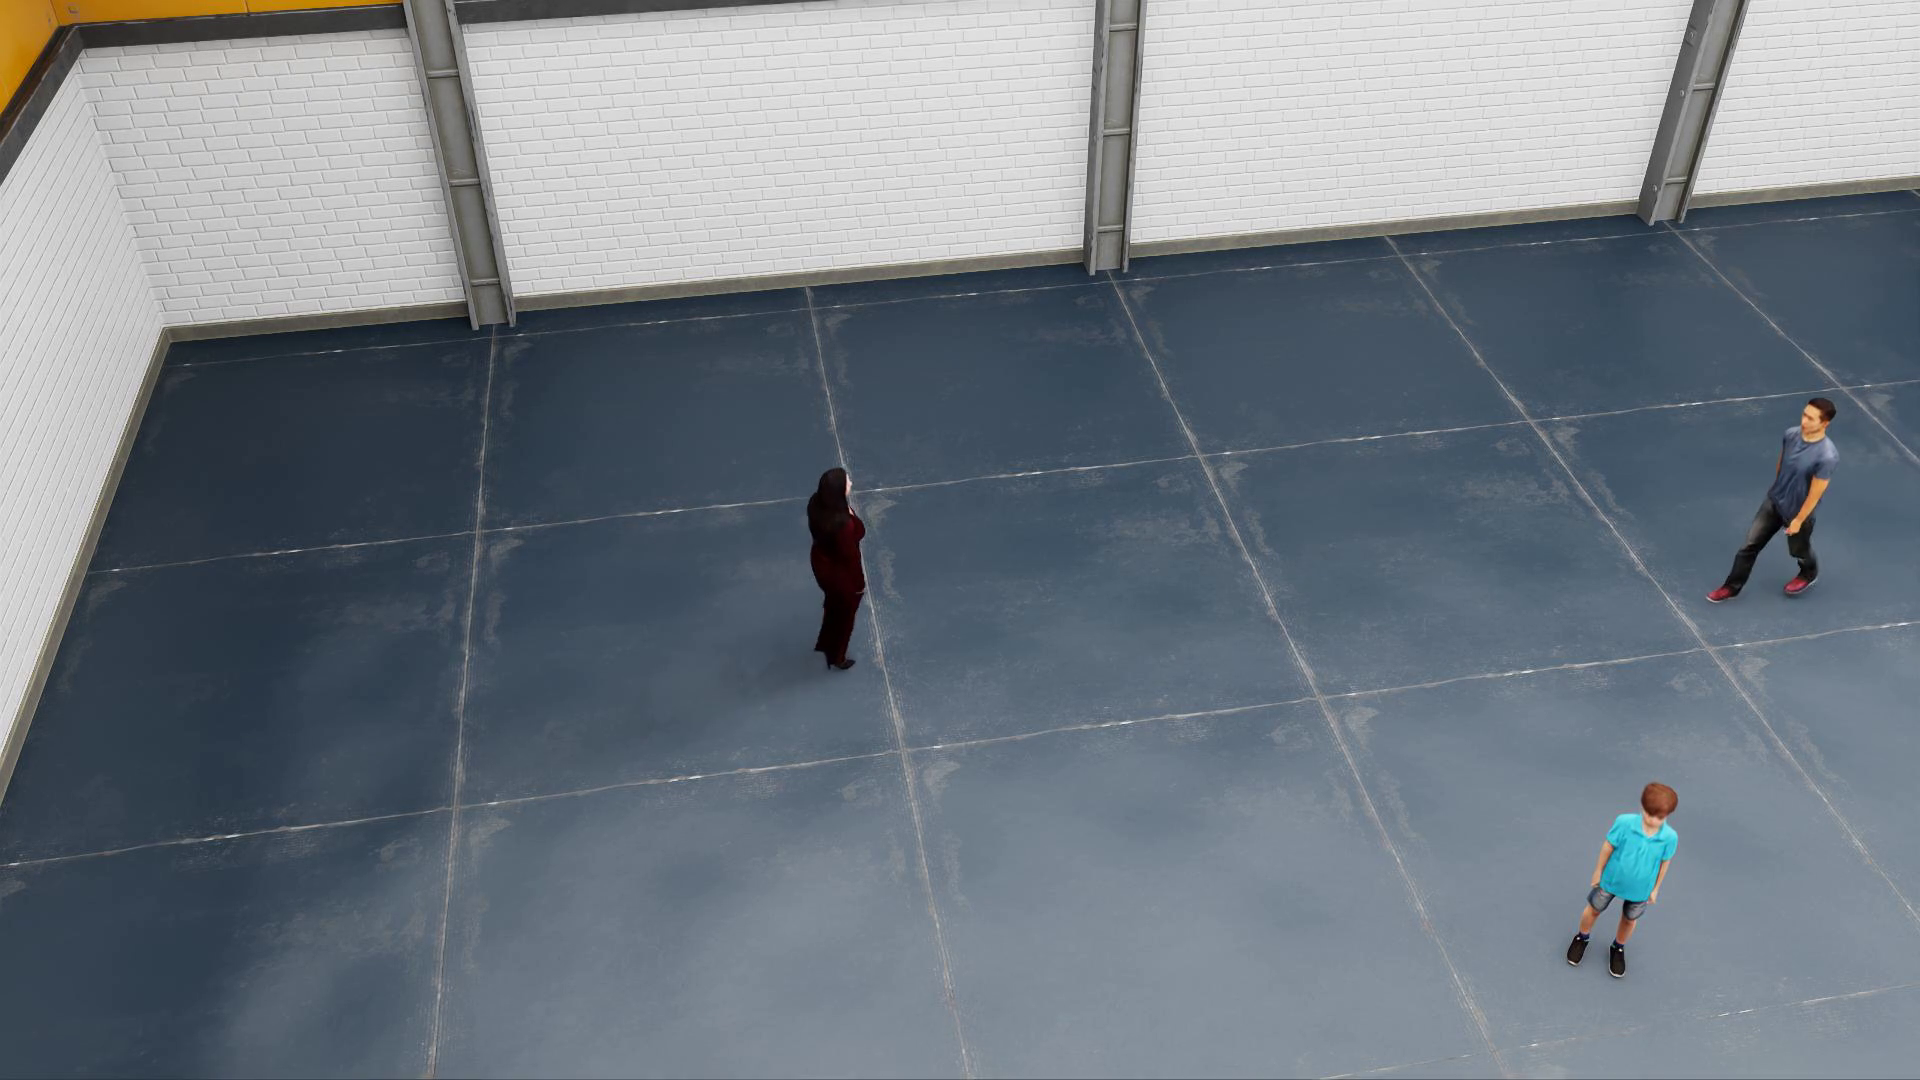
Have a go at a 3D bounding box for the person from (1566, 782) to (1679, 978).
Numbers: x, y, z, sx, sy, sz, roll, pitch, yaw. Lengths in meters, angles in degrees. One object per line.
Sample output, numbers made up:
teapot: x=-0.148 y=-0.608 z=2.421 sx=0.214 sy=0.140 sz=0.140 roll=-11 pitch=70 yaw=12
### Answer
person: x=3.878 y=1.947 z=9.653 sx=0.560 sy=1.450 sz=0.655 roll=13 pitch=40 yaw=16

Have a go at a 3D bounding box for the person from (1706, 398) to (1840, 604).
person: x=6.169 y=-0.260 z=12.159 sx=1.204 sy=1.772 sz=0.830 roll=-15 pitch=41 yaw=-18

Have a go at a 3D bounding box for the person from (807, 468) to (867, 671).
person: x=-0.929 y=0.241 z=11.551 sx=0.799 sy=1.747 sz=0.775 roll=-18 pitch=42 yaw=-21
